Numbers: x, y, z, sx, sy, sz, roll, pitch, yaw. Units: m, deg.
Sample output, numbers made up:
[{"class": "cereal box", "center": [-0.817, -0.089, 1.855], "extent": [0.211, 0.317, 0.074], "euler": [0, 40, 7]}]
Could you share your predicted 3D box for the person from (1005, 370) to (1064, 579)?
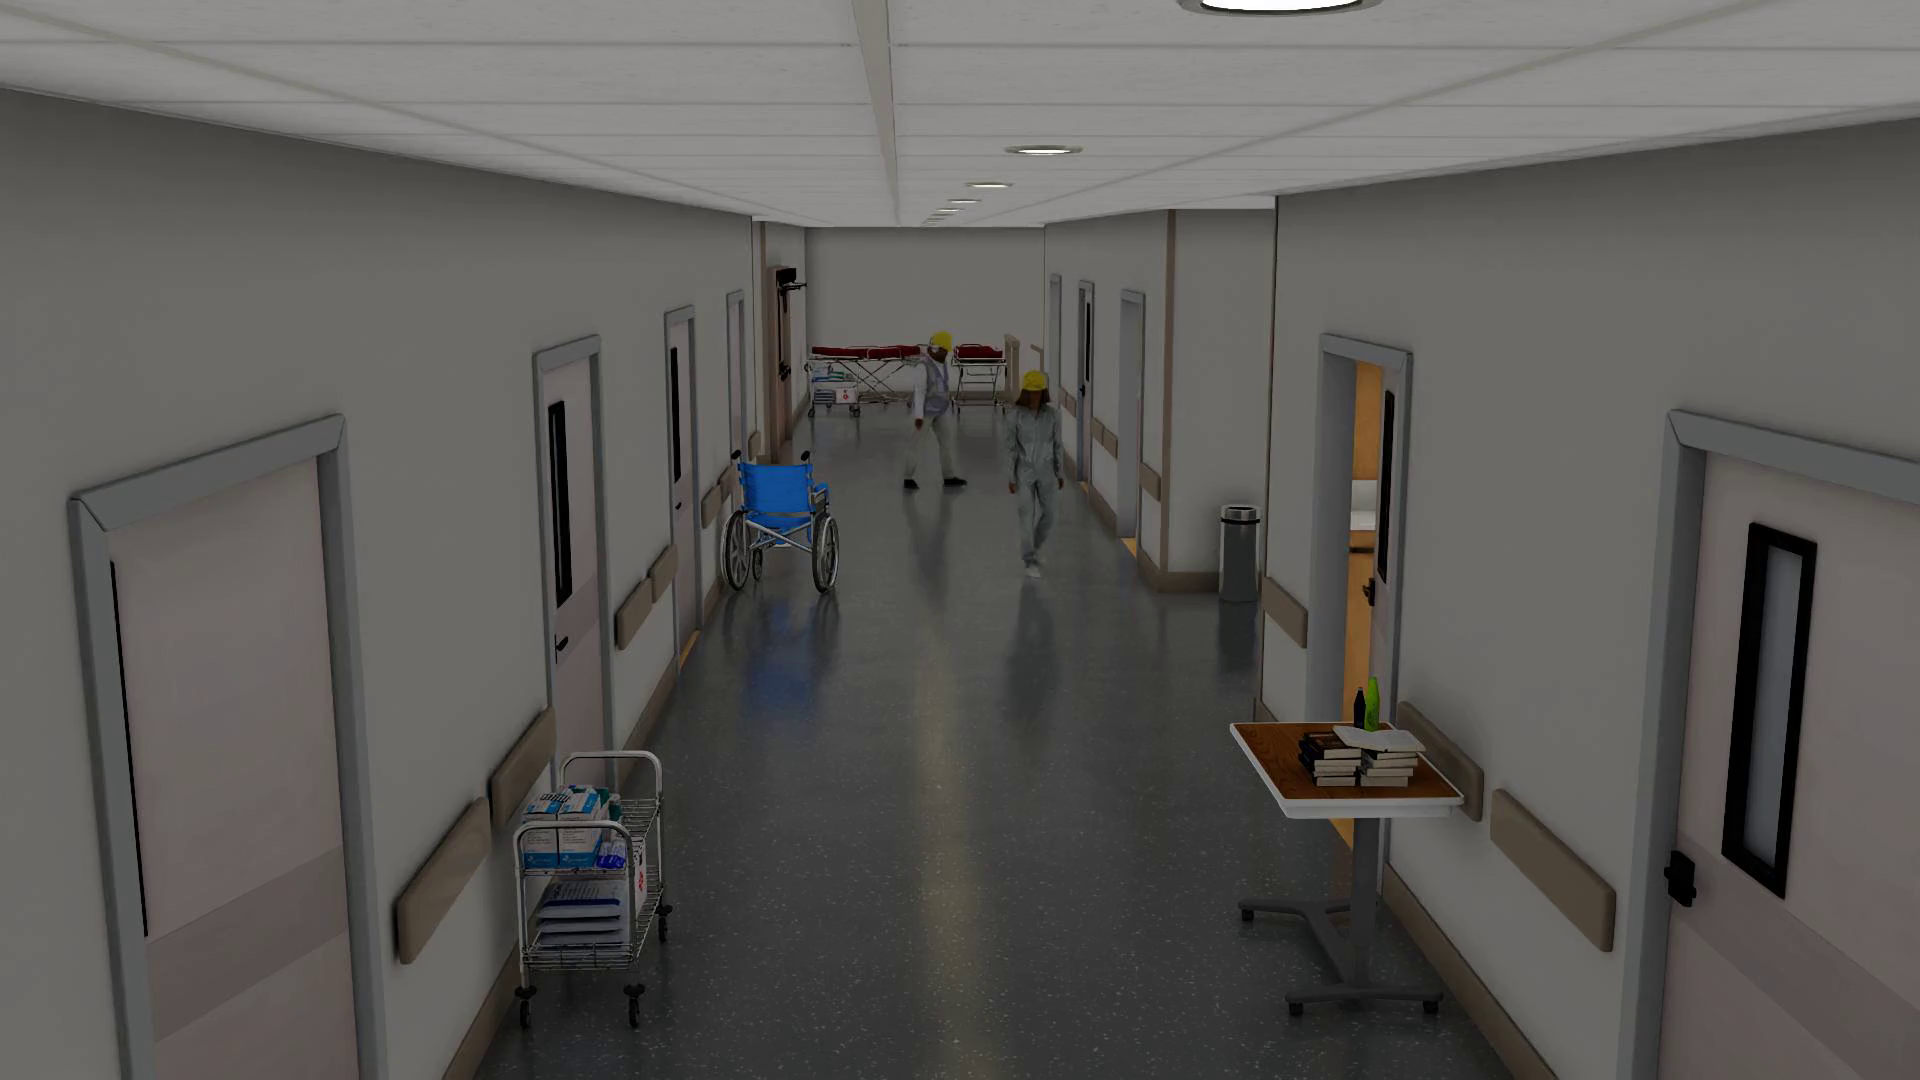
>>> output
[{"class": "person", "center": [0.608, -0.548, 13.755], "extent": [0.510, 1.728, 0.427], "euler": [-3, 11, -16]}]

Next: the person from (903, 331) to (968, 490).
[{"class": "person", "center": [-0.284, -1.451, 18.686], "extent": [0.674, 1.795, 0.663], "euler": [6, 12, 29]}]
